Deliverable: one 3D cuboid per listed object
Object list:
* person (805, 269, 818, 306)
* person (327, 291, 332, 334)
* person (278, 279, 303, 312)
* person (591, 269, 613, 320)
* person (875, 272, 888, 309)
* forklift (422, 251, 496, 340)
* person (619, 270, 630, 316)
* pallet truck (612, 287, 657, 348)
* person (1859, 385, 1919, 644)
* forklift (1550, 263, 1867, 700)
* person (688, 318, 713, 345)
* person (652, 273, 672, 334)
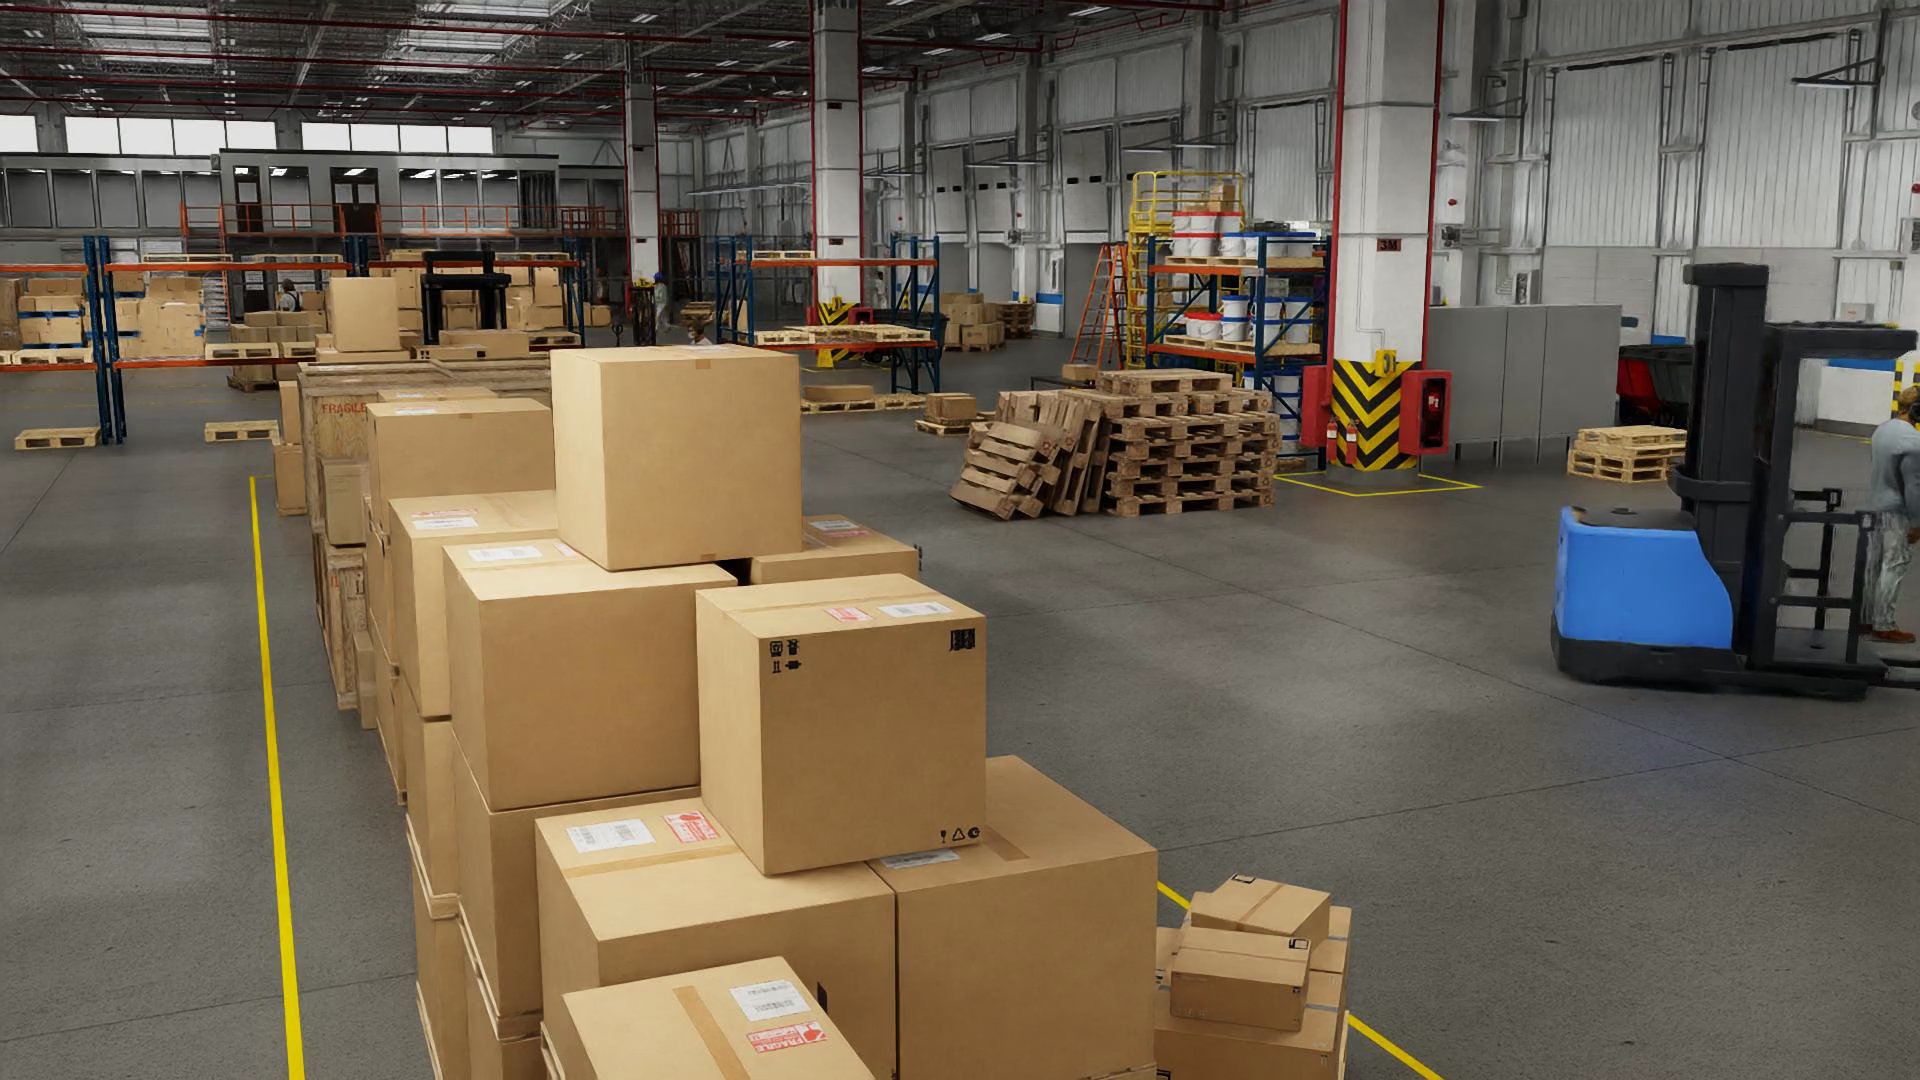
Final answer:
[{"bbox_3d":[-5.890,-10.013,66.880,0.646,1.793,0.954,-3,11,-14],"label":"person"},{"bbox_3d":[-17.333,-6.318,46.311,0.713,1.866,0.586,5,12,28],"label":"person"},{"bbox_3d":[-16.208,-5.295,40.182,0.537,2.000,0.689,3,11,14],"label":"person"},{"bbox_3d":[-12.804,-8.664,58.990,0.976,1.965,0.639,-5,11,-24],"label":"person"},{"bbox_3d":[-2.846,-8.819,60.259,0.549,1.817,0.947,-5,11,-24],"label":"person"},{"bbox_3d":[-6.808,-2.563,22.810,1.129,2.768,1.873,-4,11,-23],"label":"forklift"},{"bbox_3d":[-12.932,-9.546,64.217,0.550,1.832,0.519,-9,14,-41],"label":"person"},{"bbox_3d":[-6.464,-4.406,35.401,0.823,1.965,1.885,6,12,32],"label":"pallet truck"},{"bbox_3d":[6.966,-0.189,12.369,0.380,1.929,0.634,0,10,2],"label":"person"},{"bbox_3d":[5.089,-0.465,11.248,1.873,2.768,1.129,3,11,16],"label":"forklift"},{"bbox_3d":[-3.492,-2.018,22.422,0.373,1.934,0.627,-6,12,-30],"label":"person"},{"bbox_3d":[-9.443,-7.435,52.344,0.623,1.916,0.917,8,13,38],"label":"person"}]
